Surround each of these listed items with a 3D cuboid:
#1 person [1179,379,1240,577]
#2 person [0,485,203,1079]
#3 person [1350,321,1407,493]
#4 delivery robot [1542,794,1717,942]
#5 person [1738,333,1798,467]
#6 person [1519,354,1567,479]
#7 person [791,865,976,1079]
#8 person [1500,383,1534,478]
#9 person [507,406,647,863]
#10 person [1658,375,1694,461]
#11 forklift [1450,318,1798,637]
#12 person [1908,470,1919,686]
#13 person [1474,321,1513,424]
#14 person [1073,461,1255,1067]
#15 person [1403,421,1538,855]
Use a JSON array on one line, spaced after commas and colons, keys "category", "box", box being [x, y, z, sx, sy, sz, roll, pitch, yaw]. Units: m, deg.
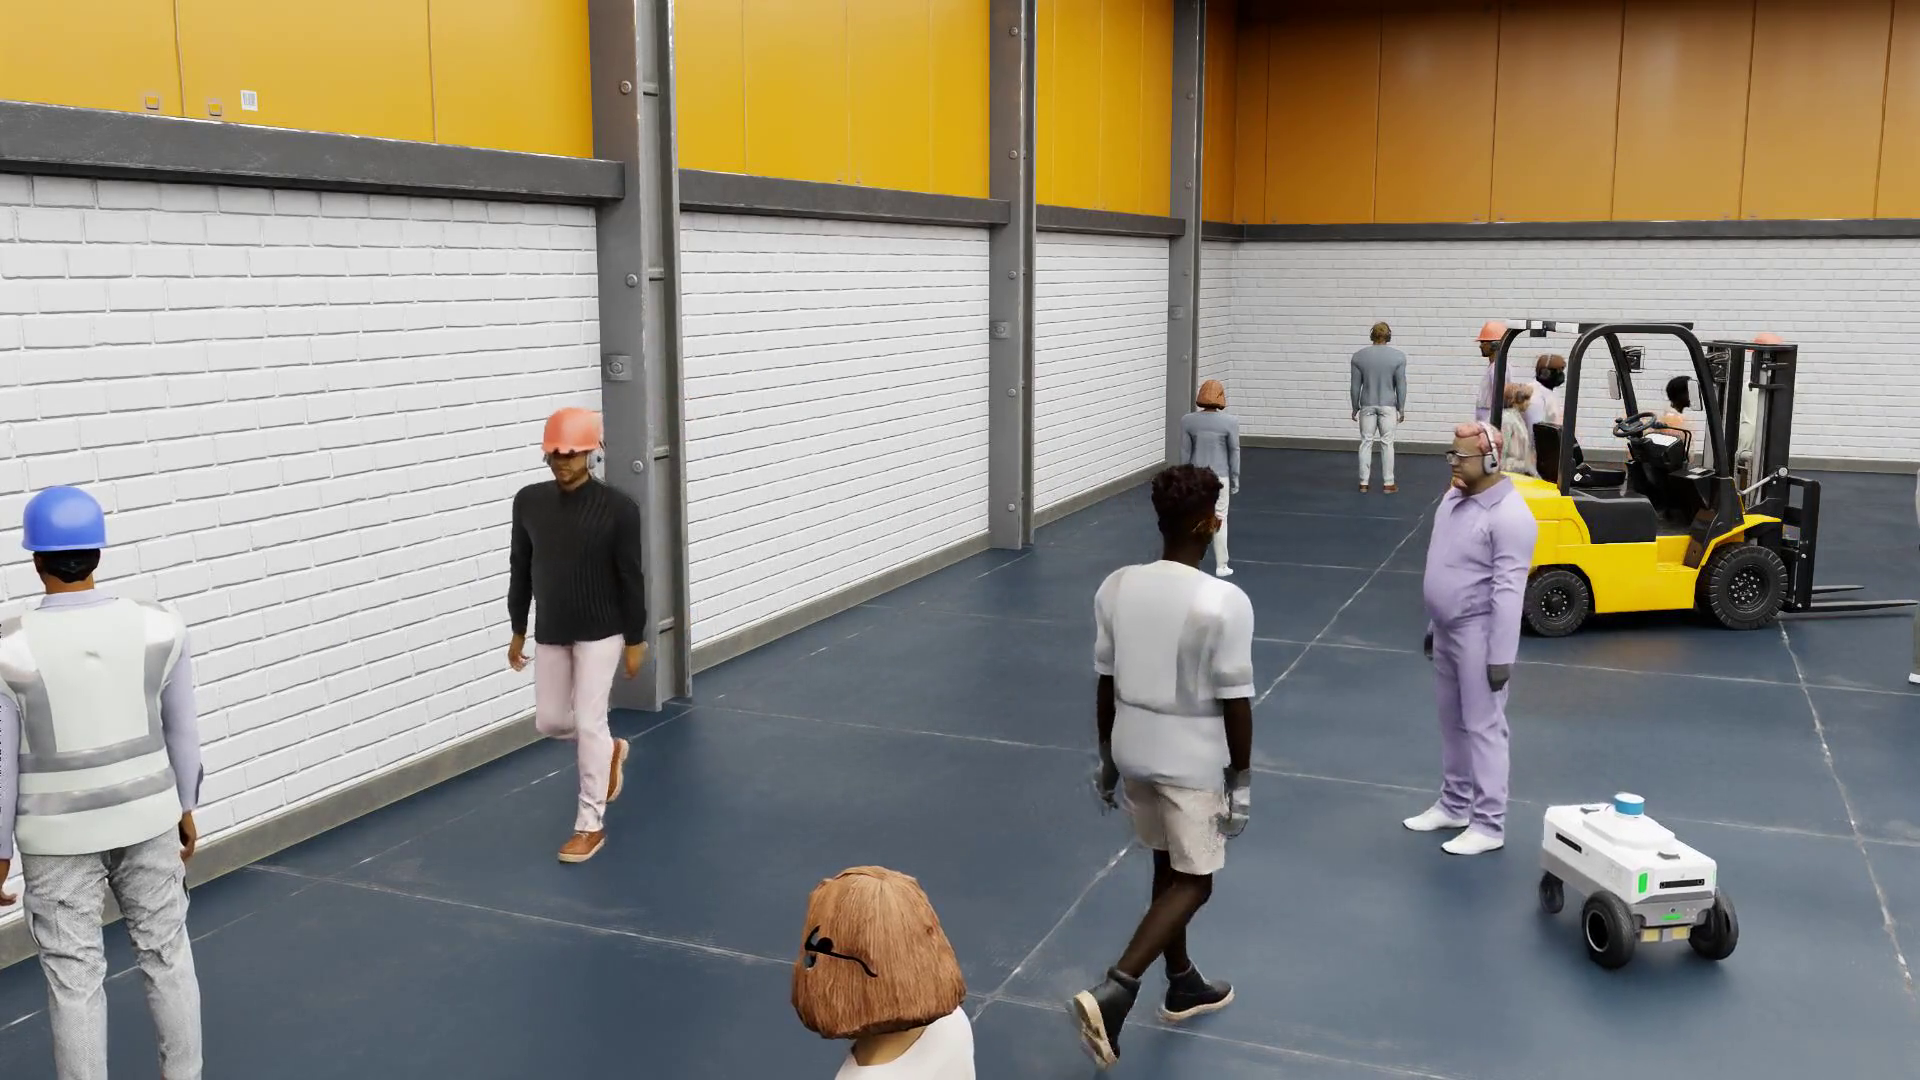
[{"category": "person", "box": [2.063, -0.510, 13.759, 0.507, 1.632, 0.273, 3, 10, 19]}, {"category": "person", "box": [-2.494, 0.814, 4.789, 0.605, 1.949, 0.400, -9, 13, -43]}, {"category": "person", "box": [4.720, -1.491, 18.783, 0.627, 1.941, 0.371, 4, 10, 24]}, {"category": "delivery robot", "box": [2.530, 1.209, 6.322, 0.477, 0.478, 0.707, -2, 10, -11]}, {"category": "person", "box": [6.869, -0.770, 14.243, 0.609, 1.995, 0.378, -5, 11, -27]}, {"category": "person", "box": [5.050, -0.670, 14.189, 0.753, 1.815, 0.627, 7, 12, 37]}, {"category": "person", "box": [-0.128, 1.316, 2.696, 0.283, 1.633, 0.497, 3, 10, 20]}, {"category": "person", "box": [4.558, -0.472, 13.611, 0.690, 1.606, 0.524, 4, 10, 22]}, {"category": "person", "box": [-1.651, 0.377, 7.369, 0.629, 1.970, 0.716, 3, 10, 17]}, {"category": "person", "box": [5.990, -0.571, 14.077, 0.872, 1.655, 0.540, 6, 11, 31]}, {"category": "forklift", "box": [4.706, -0.497, 11.990, 2.313, 2.155, 1.214, -2, 10, -10]}, {"category": "person", "box": [6.021, -0.032, 9.990, 0.384, 1.922, 0.593, -2, 10, -11]}, {"category": "person", "box": [5.004, -1.035, 15.707, 0.373, 2.042, 0.614, 3, 10, 18]}, {"category": "person", "box": [0.640, 0.718, 5.393, 0.820, 1.947, 0.610, -9, 13, -42]}, {"category": "person", "box": [2.234, 0.426, 7.316, 0.399, 1.901, 0.650, -1, 9, -9]}]
